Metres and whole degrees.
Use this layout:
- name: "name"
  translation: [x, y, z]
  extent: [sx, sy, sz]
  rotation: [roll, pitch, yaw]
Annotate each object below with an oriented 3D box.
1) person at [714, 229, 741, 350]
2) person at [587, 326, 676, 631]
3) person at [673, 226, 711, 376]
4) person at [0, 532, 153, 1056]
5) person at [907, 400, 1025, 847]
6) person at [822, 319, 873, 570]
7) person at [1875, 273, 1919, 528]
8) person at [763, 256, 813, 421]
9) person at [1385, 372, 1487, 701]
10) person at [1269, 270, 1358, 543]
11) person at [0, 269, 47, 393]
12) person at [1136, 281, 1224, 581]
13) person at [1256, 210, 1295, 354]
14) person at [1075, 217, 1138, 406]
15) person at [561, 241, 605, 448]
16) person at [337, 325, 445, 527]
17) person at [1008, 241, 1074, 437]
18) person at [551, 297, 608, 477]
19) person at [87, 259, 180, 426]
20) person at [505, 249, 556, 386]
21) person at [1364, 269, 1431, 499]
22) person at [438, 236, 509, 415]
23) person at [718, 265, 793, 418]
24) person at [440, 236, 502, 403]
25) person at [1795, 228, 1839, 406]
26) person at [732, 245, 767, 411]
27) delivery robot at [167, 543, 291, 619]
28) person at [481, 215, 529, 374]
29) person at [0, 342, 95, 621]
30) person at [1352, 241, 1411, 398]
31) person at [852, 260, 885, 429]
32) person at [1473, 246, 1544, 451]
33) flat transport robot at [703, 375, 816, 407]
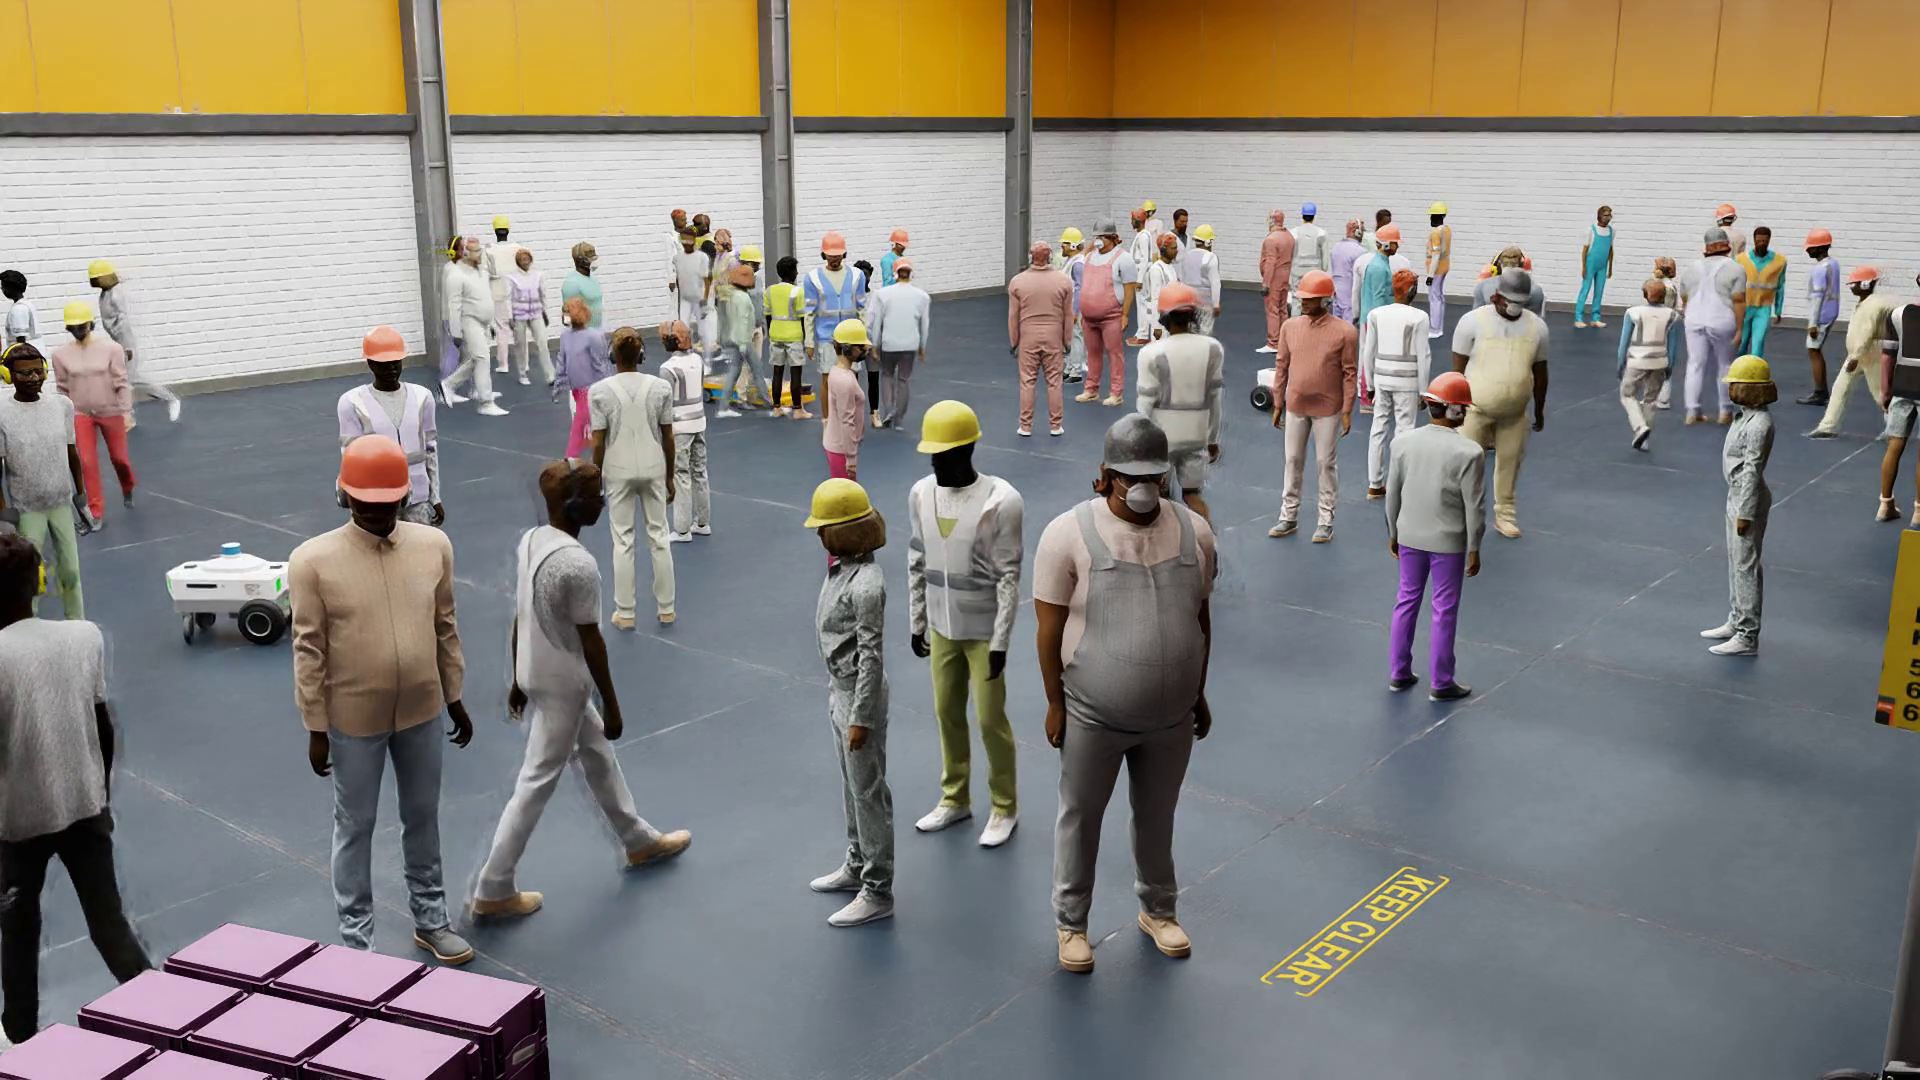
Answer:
- name: "person"
  translation: [-3.195, -3.384, 22.514]
  extent: [0.522, 1.636, 0.311]
  rotation: [3, 14, 11]
- name: "person"
  translation: [-1.965, -0.363, 10.021]
  extent: [0.507, 1.847, 0.351]
  rotation: [-5, 15, -18]
- name: "person"
  translation: [-3.247, -2.832, 19.924]
  extent: [0.517, 1.818, 0.946]
  rotation: [4, 15, 15]
- name: "person"
  translation: [-2.809, 0.880, 5.142]
  extent: [0.971, 1.825, 0.559]
  rotation: [9, 17, 32]
- name: "person"
  translation: [0.005, 0.352, 7.027]
  extent: [0.601, 1.912, 0.430]
  rotation: [10, 17, 35]
- name: "person"
  translation: [-0.746, -0.603, 11.162]
  extent: [0.343, 1.756, 0.519]
  rotation: [-2, 14, -9]
- name: "person"
  translation: [7.317, -1.114, 12.644]
  extent: [0.392, 2.033, 0.605]
  rotation: [-10, 17, -34]
- name: "person"
  translation: [-1.772, -2.076, 17.172]
  extent: [0.541, 1.694, 0.316]
  rotation: [8, 16, 30]
- name: "person"
  translation: [2.538, -0.023, 8.851]
  extent: [0.340, 1.747, 0.569]
  rotation: [-12, 19, -41]
- name: "person"
  translation: [2.574, -0.972, 12.156]
  extent: [0.621, 1.990, 0.391]
  rotation: [9, 17, 32]
- name: "person"
  translation: [-8.793, -1.700, 15.687]
  extent: [0.320, 1.686, 0.539]
  rotation: [-6, 15, -21]
- name: "person"
  translation: [1.443, -0.666, 10.863]
  extent: [0.624, 2.026, 0.689]
  rotation: [-4, 15, -16]
- name: "person"
  translation: [4.199, -3.455, 22.260]
  extent: [0.402, 1.902, 0.652]
  rotation: [10, 17, 36]
- name: "person"
  translation: [1.543, -2.483, 18.097]
  extent: [0.690, 2.000, 0.538]
  rotation: [13, 19, 43]
- name: "person"
  translation: [-3.536, -1.850, 15.773]
  extent: [0.372, 1.940, 0.627]
  rotation: [2, 14, 7]
- name: "person"
  translation: [-3.166, -0.242, 9.350]
  extent: [0.545, 1.938, 0.362]
  rotation: [-11, 18, -38]
- name: "person"
  translation: [0.787, -1.958, 16.260]
  extent: [0.642, 1.913, 0.409]
  rotation: [0, 14, -1]
- name: "person"
  translation: [-3.257, -1.276, 14.186]
  extent: [0.523, 1.579, 0.870]
  rotation: [12, 19, 40]
- name: "person"
  translation: [-8.353, -1.978, 16.762]
  extent: [0.682, 1.714, 0.514]
  rotation: [-12, 18, -40]
- name: "person"
  translation: [-4.980, -2.558, 19.287]
  extent: [0.539, 1.597, 0.818]
  rotation: [-8, 16, -30]
- name: "person"
  translation: [3.532, -1.238, 13.434]
  extent: [0.356, 1.887, 0.573]
  rotation: [-13, 19, -41]
- name: "person"
  translation: [-5.171, -2.250, 17.490]
  extent: [0.758, 1.882, 0.648]
  rotation: [2, 14, 8]
- name: "person"
  translation: [-2.175, -2.054, 17.289]
  extent: [0.775, 1.592, 0.523]
  rotation: [-4, 15, -17]
- name: "person"
  translation: [-5.378, -2.398, 18.178]
  extent: [0.796, 1.830, 0.540]
  rotation: [-4, 15, -17]
- name: "person"
  translation: [9.330, -2.428, 18.125]
  extent: [0.434, 1.915, 0.561]
  rotation: [11, 18, 37]
- name: "person"
  translation: [-2.236, -2.269, 17.822]
  extent: [0.330, 1.760, 0.518]
  rotation: [7, 15, 24]
- name: "delivery robot"
  translation: [-4.341, 0.260, 9.958]
  extent: [0.707, 0.478, 0.477]
  rotation: [0, 14, 2]
- name: "person"
  translation: [-5.581, -3.013, 20.449]
  extent: [0.594, 1.922, 0.386]
  rotation: [-7, 16, -26]
- name: "person"
  translation: [-5.102, -0.176, 9.257]
  extent: [0.328, 1.861, 0.500]
  rotation: [10, 17, 34]
- name: "person"
  translation: [4.684, -2.510, 18.484]
  extent: [0.654, 1.901, 0.408]
  rotation: [7, 16, 26]
- name: "person"
  translation: [-0.965, -1.947, 16.654]
  extent: [0.535, 1.697, 0.318]
  rotation: [-4, 15, -16]
- name: "person"
  translation: [4.972, -1.714, 15.233]
  extent: [0.627, 1.938, 0.371]
  rotation: [6, 15, 23]
- name: "flat transport robot"
  translation: [-2.358, -1.655, 18.375]
  extent: [1.431, 0.197, 0.652]
  rotation: [9, 17, 32]
